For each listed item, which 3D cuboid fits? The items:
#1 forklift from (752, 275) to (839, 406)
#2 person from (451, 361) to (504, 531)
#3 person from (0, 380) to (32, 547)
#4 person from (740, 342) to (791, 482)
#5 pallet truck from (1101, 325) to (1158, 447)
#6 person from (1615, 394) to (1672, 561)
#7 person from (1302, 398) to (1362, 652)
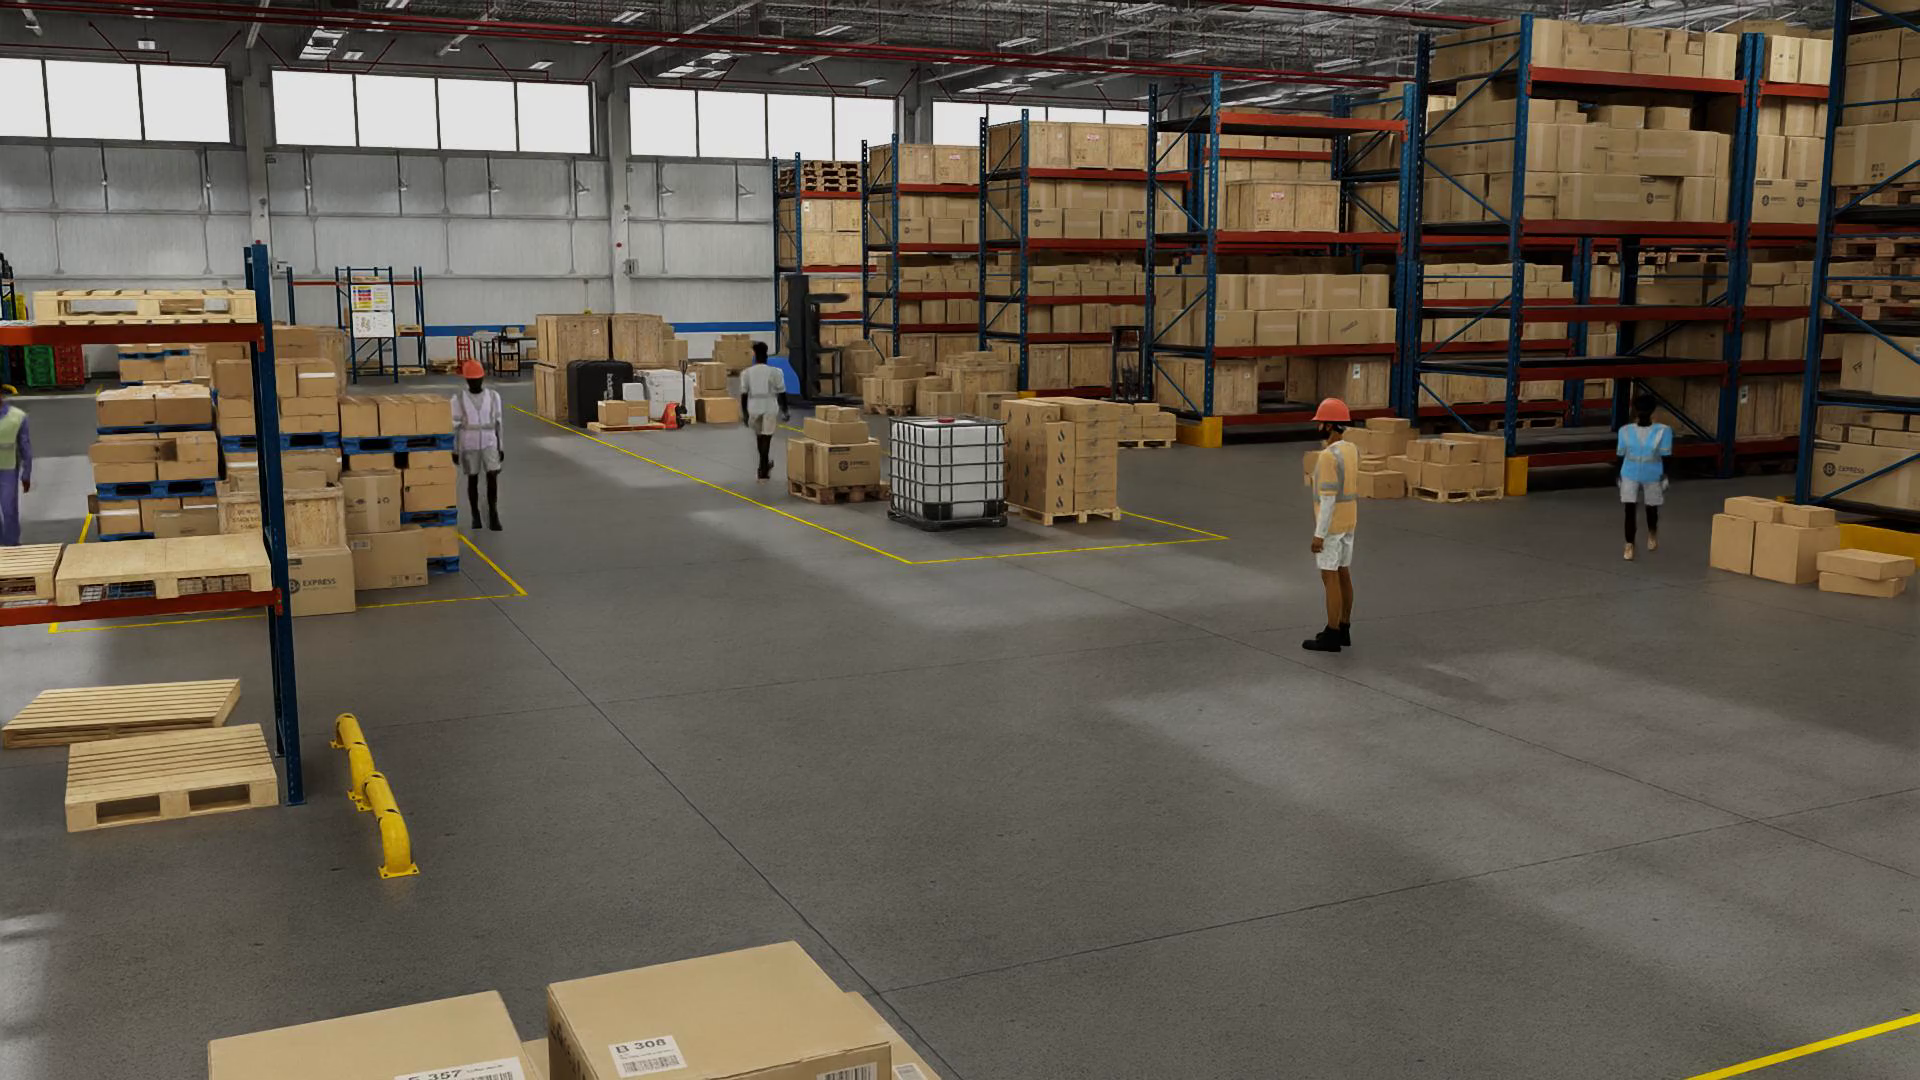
[{"bbox_3d":[-3.455,-4.255,35.486,1.873,2.768,1.129,1,9,5],"label":"forklift"},{"bbox_3d":[-5.353,-1.031,18.506,0.570,1.896,0.898,-4,10,-22],"label":"person"},{"bbox_3d":[-9.344,-0.653,16.149,0.626,1.905,0.442,-2,9,-12],"label":"person"},{"bbox_3d":[-2.715,-1.799,23.228,0.621,1.899,1.041,2,9,11],"label":"person"},{"bbox_3d":[2.881,-2.596,27.923,0.823,1.965,1.885,-1,9,-7],"label":"pallet truck"},{"bbox_3d":[6.857,-0.633,16.718,0.543,1.679,0.477,6,11,31],"label":"person"},{"bbox_3d":[2.834,-0.114,12.707,0.366,1.939,0.542,7,11,35],"label":"person"}]
